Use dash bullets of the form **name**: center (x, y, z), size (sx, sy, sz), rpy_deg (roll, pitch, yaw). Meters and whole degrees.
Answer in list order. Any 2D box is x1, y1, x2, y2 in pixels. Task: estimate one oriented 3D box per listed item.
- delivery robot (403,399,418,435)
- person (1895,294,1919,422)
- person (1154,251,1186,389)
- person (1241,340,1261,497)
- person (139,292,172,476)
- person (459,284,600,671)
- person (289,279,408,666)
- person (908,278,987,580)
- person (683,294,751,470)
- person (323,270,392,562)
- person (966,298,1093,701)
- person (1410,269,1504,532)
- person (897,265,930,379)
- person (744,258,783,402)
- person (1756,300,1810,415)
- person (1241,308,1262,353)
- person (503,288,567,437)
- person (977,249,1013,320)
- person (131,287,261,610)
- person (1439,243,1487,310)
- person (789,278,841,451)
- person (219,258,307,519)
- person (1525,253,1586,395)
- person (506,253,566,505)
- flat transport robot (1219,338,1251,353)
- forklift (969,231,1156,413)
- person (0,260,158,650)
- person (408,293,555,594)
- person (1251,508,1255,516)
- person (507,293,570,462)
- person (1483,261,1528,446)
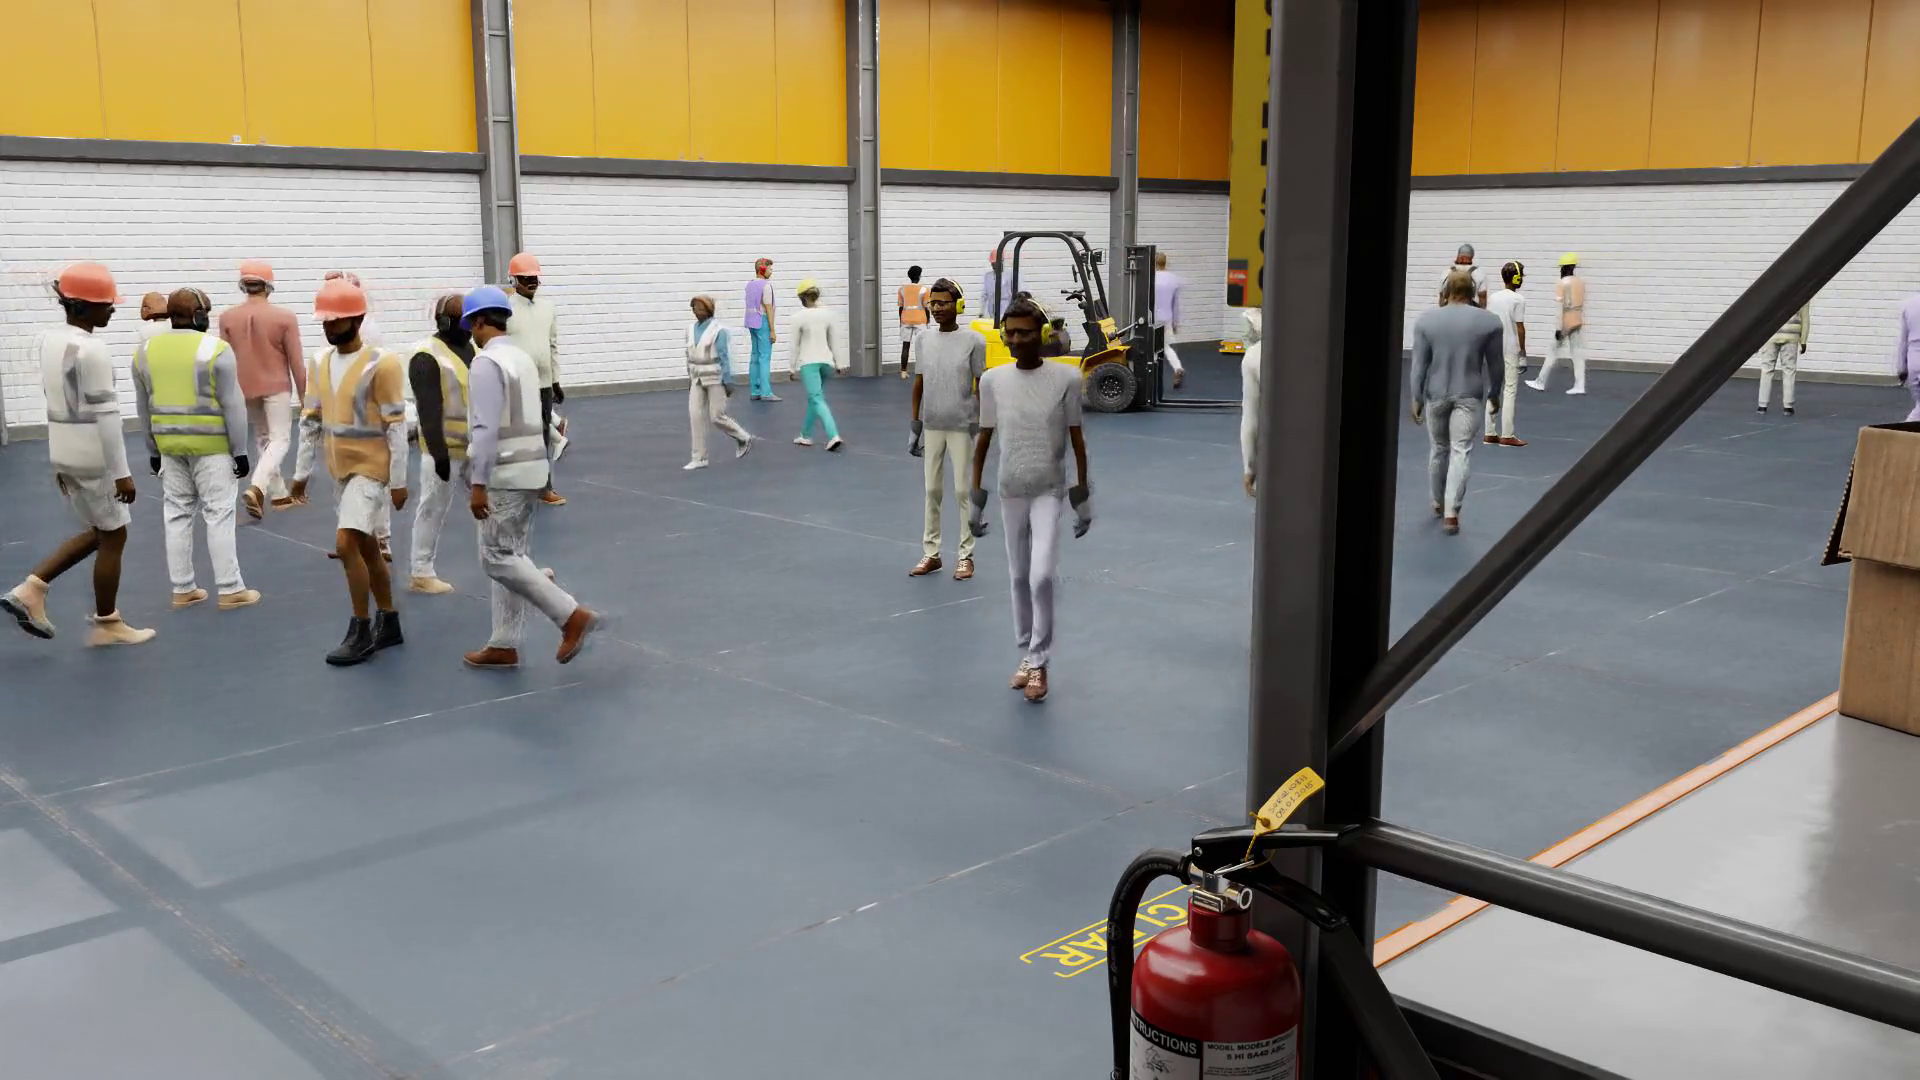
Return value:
- **delivery robot**: center (-5.717, -1.259, 16.806), size (0.477, 0.478, 0.707), rpy_deg (9, 14, 40)
- **person**: center (8.783, -1.538, 14.970), size (0.434, 1.885, 0.646), rpy_deg (-3, 11, -16)
- **person**: center (2.763, -2.981, 22.748), size (0.633, 1.918, 0.778), rpy_deg (-6, 12, -29)
- **person**: center (1.772, -0.409, 8.720), size (0.634, 1.915, 0.893), rpy_deg (4, 11, 21)
- **person**: center (-7.072, -1.379, 14.779), size (0.287, 1.631, 0.501), rpy_deg (3, 11, 14)
- **person**: center (-2.136, -0.291, 8.127), size (0.699, 1.893, 0.670), rpy_deg (1, 10, 5)
- **person**: center (-3.083, -0.334, 8.312), size (0.567, 1.908, 0.725), rpy_deg (6, 12, 32)
- **person**: center (-0.081, -0.685, 10.347), size (0.531, 1.870, 0.316), rpy_deg (4, 11, 22)
- **person**: center (-2.242, -1.457, 15.275), size (0.516, 1.617, 0.637), rpy_deg (8, 13, 37)
- **person**: center (-3.941, -0.783, 10.781), size (0.399, 1.909, 0.642), rpy_deg (-7, 12, -33)
- **person**: center (0.296, -0.180, 7.652), size (0.574, 1.843, 0.696), rpy_deg (3, 11, 18)
- **person**: center (3.629, -1.028, 12.186), size (0.636, 1.893, 1.010), rpy_deg (4, 11, 23)
- **person**: center (-0.677, -3.221, 24.672), size (0.532, 1.691, 0.321), rpy_deg (4, 11, 20)
- **person**: center (-2.563, -2.694, 21.388), size (0.388, 1.837, 0.563), rpy_deg (-8, 13, -36)
- **person**: center (9.771, -2.399, 19.805), size (0.600, 1.827, 0.404), rpy_deg (5, 11, 24)
- **person**: center (3.346, -1.994, 18.242), size (0.550, 1.587, 0.739), rpy_deg (1, 10, 3)
- **person**: center (-4.395, -1.741, 16.819), size (0.698, 1.604, 0.508), rpy_deg (-4, 11, -20)
- **person**: center (0.552, -3.525, 25.720), size (0.569, 1.915, 0.623), rpy_deg (9, 14, 40)
- **person**: center (-4.349, -0.516, 9.507), size (0.634, 1.839, 0.429), rpy_deg (2, 11, 9)
- **person**: center (7.343, -3.333, 24.317), size (0.685, 2.000, 0.637), rpy_deg (5, 11, 25)
- **person**: center (-1.422, -1.755, 16.610), size (0.531, 1.718, 0.901), rpy_deg (-9, 14, -42)
- **person**: center (-5.287, -1.147, 12.598), size (0.622, 1.966, 0.924), rpy_deg (1, 10, 5)
- **person**: center (8.131, -2.917, 22.474), size (0.611, 1.881, 0.941), rpy_deg (-6, 12, -30)
- **person**: center (-3.379, -1.241, 13.035), size (0.381, 1.994, 0.614), rpy_deg (8, 13, 38)
- **flat transport robot**: center (5.166, -3.544, 30.296), size (0.652, 0.197, 1.431), rpy_deg (4, 11, 18)
- **forklift**: center (1.222, -2.721, 20.561), size (2.313, 2.155, 1.214), rpy_deg (2, 11, 13)
- **person**: center (-4.480, -0.397, 8.412), size (0.617, 2.015, 0.609), rpy_deg (9, 14, 42)
- **person**: center (-2.896, -0.542, 9.782), size (0.950, 1.790, 0.658), rpy_deg (4, 11, 22)
- **person**: center (2.645, -1.164, 12.736), size (0.934, 1.958, 0.623), rpy_deg (-6, 12, -30)
- **person**: center (-3.994, -1.479, 15.354), size (0.742, 1.613, 0.513), rpy_deg (-6, 12, -28)
- **person**: center (5.562, -1.880, 16.888), size (0.318, 1.860, 0.531), rpy_deg (-5, 12, -26)
